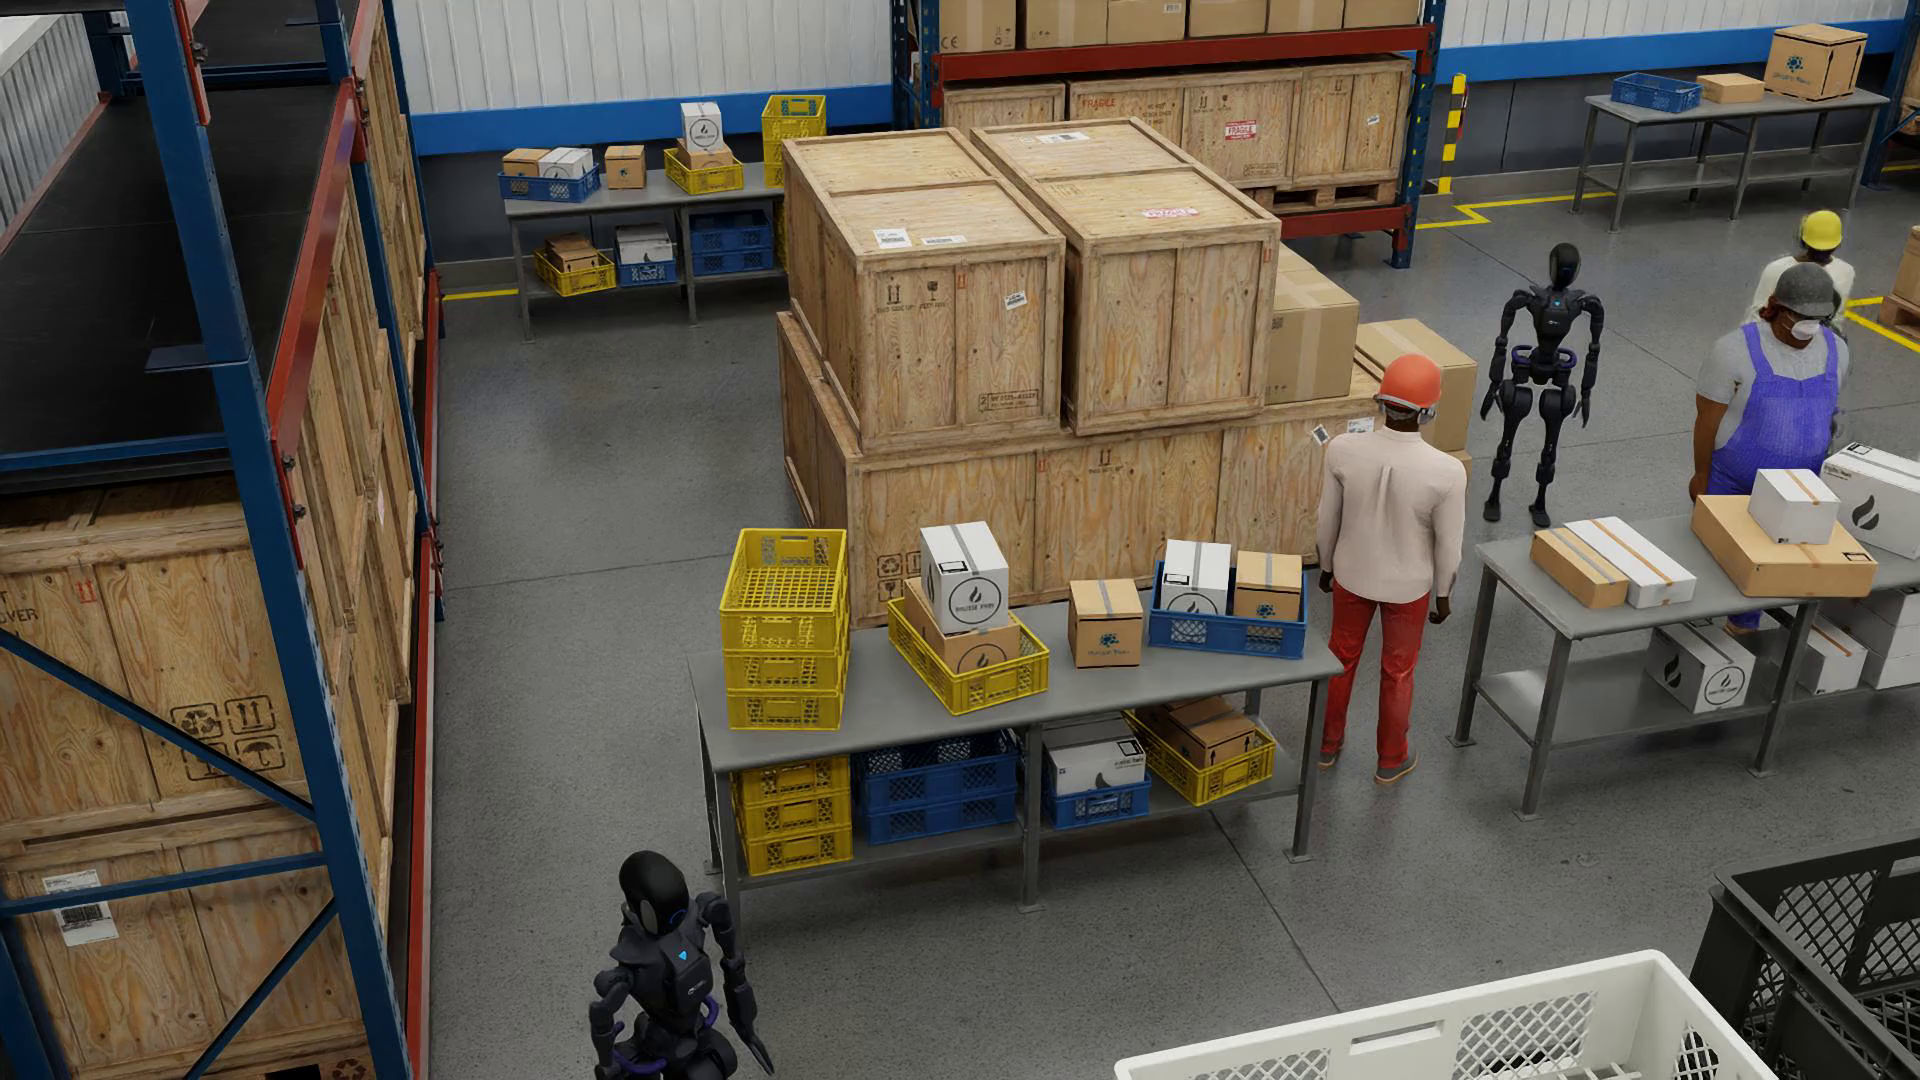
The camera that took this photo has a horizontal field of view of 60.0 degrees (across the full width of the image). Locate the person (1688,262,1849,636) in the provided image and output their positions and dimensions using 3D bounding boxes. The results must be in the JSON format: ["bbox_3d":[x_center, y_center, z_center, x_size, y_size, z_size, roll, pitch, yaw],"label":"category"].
[{"bbox_3d":[3.816,-0.337,7.894,0.679,2.000,0.538,-3,29,-5],"label":"person"}]

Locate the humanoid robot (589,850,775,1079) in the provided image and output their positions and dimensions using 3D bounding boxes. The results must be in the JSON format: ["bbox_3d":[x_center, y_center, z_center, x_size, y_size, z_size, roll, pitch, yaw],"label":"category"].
[{"bbox_3d":[-0.812,1.556,4.834,0.333,1.649,0.588,20,34,31],"label":"humanoid robot"}]

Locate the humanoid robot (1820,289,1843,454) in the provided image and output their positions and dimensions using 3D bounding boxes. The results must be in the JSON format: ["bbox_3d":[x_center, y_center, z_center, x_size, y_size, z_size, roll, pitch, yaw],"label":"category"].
[{"bbox_3d":[4.378,-0.509,8.583,0.624,1.645,0.482,-18,33,-29],"label":"humanoid robot"}]

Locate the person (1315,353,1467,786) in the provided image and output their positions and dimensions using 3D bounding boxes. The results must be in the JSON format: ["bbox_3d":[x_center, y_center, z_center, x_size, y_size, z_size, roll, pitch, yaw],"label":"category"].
[{"bbox_3d":[1.802,0.149,7.059,0.610,1.995,0.377,15,32,25],"label":"person"}]

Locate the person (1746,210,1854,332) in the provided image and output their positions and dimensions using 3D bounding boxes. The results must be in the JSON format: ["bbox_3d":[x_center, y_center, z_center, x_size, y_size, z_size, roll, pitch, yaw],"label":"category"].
[{"bbox_3d":[4.805,-1.145,9.690,0.562,1.714,0.876,3,29,5],"label":"person"}]

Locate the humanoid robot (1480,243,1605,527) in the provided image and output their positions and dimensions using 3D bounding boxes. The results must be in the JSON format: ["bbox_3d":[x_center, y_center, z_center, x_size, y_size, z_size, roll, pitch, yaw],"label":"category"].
[{"bbox_3d":[3.200,-0.849,9.194,0.581,1.651,0.326,7,30,12],"label":"humanoid robot"}]
